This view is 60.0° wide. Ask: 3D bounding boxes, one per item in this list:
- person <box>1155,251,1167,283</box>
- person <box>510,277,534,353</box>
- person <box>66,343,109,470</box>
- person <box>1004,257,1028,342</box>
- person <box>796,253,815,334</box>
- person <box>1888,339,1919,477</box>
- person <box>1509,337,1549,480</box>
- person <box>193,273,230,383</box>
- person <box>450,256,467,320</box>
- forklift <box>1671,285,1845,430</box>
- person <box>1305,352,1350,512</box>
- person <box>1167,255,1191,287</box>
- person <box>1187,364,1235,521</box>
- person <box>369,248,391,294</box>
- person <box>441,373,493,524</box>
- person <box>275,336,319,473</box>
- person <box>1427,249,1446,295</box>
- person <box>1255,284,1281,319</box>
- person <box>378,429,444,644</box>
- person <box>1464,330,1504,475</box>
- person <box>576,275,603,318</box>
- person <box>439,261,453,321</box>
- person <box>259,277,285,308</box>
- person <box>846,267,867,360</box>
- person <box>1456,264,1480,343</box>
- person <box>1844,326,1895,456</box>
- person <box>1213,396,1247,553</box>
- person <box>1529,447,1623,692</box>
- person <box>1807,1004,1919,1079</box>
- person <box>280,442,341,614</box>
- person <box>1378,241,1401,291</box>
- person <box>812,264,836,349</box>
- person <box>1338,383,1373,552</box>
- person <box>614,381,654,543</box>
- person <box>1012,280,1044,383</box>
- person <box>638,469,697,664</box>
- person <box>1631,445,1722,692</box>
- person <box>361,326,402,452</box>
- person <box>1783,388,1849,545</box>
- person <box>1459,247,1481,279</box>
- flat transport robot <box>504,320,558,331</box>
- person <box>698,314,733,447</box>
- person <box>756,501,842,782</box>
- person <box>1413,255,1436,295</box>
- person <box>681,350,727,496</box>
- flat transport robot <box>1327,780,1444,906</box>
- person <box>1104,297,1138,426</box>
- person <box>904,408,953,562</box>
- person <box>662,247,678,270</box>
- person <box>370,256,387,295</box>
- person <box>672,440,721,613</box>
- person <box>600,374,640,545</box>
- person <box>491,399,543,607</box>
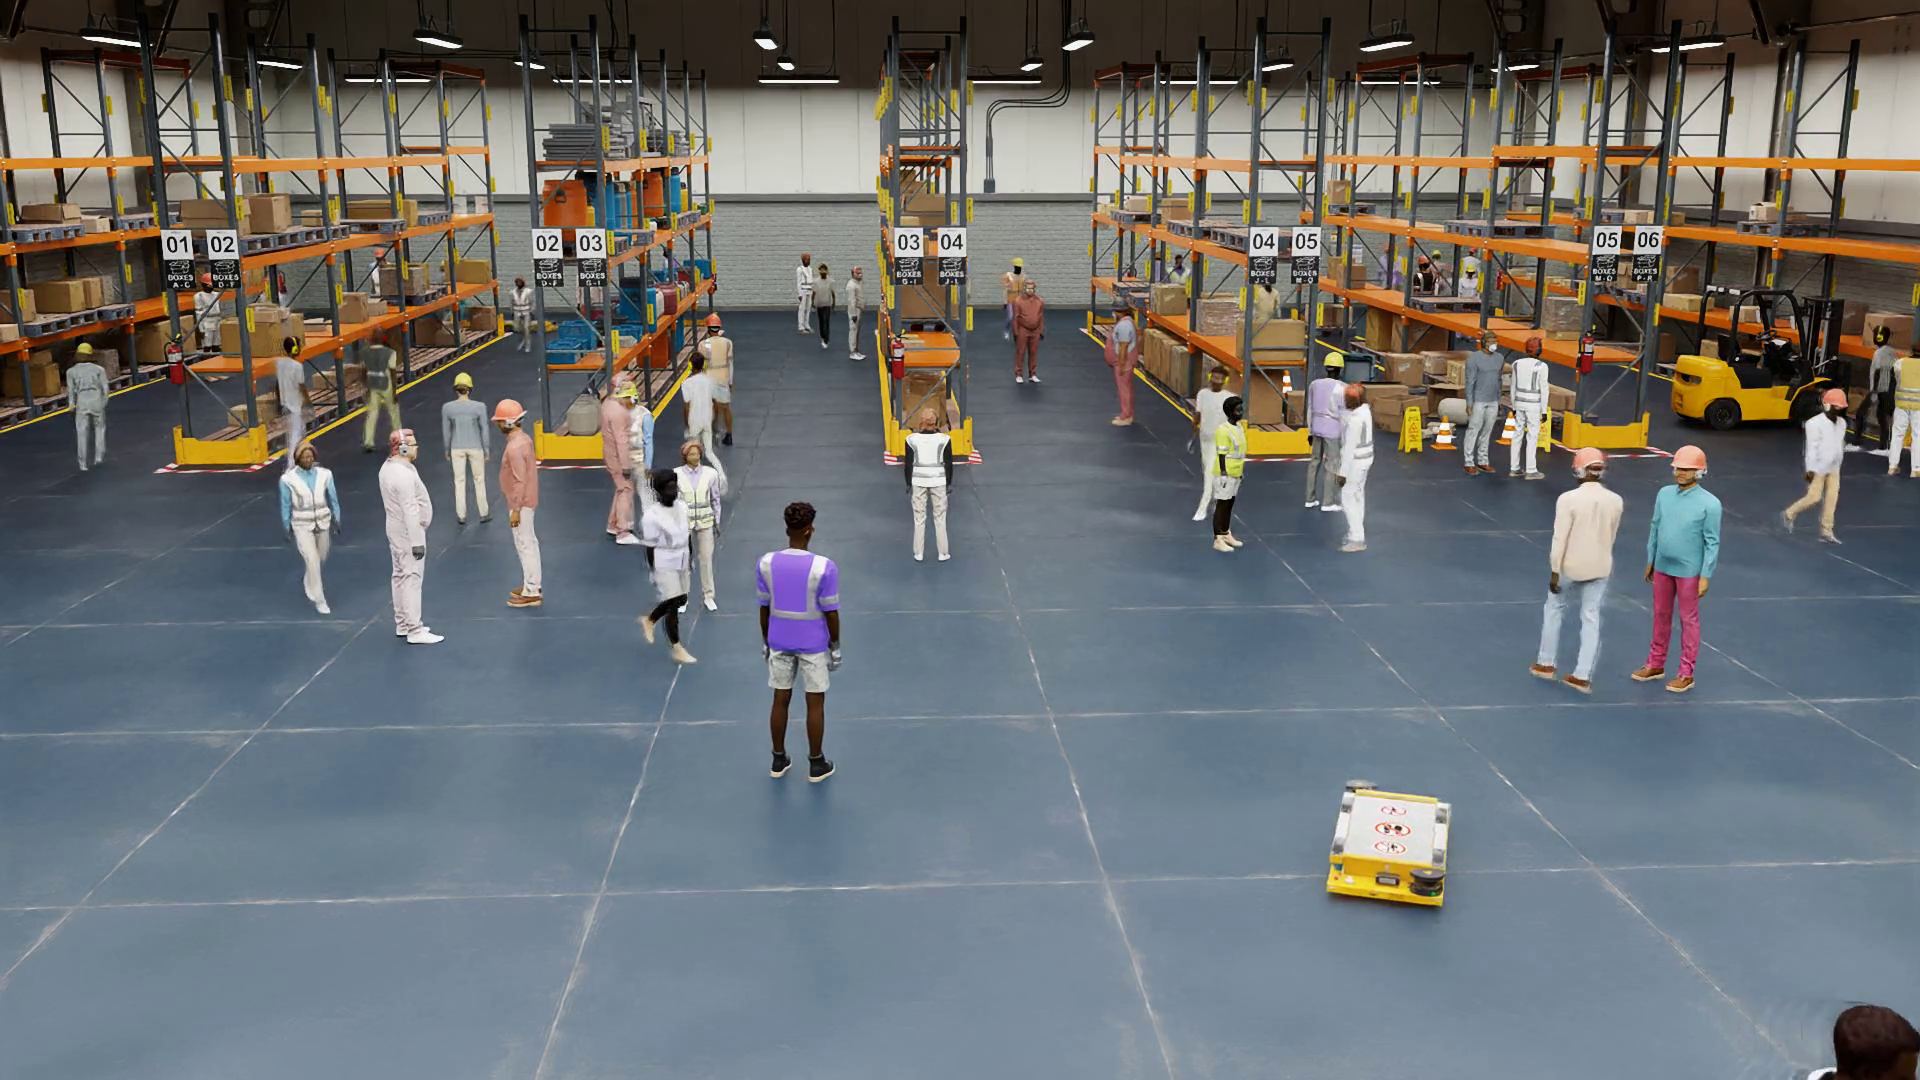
[{"bbox_3d":[5.268,-6.845,44.139,0.497,1.634,0.287,10,17,37],"label":"person"},{"bbox_3d":[-9.361,-4.814,35.558,0.524,1.625,0.370,0,13,1],"label":"person"},{"bbox_3d":[-11.892,-1.825,22.733,0.506,1.687,0.576,-5,14,-20],"label":"person"},{"bbox_3d":[1.240,-5.399,37.415,0.613,1.910,0.516,-6,15,-24],"label":"person"},{"bbox_3d":[-3.642,-5.810,39.216,0.339,1.882,0.581,7,15,26],"label":"person"},{"bbox_3d":[12.710,-1.764,22.166,0.429,1.841,0.634,-11,17,-38],"label":"person"},{"bbox_3d":[7.532,-1.743,21.987,0.352,1.884,0.579,-8,16,-31],"label":"person"},{"bbox_3d":[-13.985,-3.966,31.087,0.386,2.034,0.604,4,14,16],"label":"person"},{"bbox_3d":[-12.295,-6.070,40.648,0.636,1.721,0.676,6,15,24],"label":"person"},{"bbox_3d":[12.503,-2.886,26.166,2.313,2.155,1.214,-1,13,-3],"label":"forklift"},{"bbox_3d":[4.456,-1.314,20.124,0.430,1.913,0.600,-10,16,-36],"label":"person"},{"bbox_3d":[5.106,-5.652,38.596,0.597,1.865,0.996,-1,13,-5],"label":"person"},{"bbox_3d":[3.004,-1.184,19.761,0.529,1.822,0.900,11,17,38],"label":"person"},{"bbox_3d":[-14.286,-6.276,41.147,0.553,1.912,0.629,-3,14,-12],"label":"person"},{"bbox_3d":[-5.737,-1.066,19.378,0.533,1.765,0.330,-2,13,-8],"label":"person"},{"bbox_3d":[-8.893,-1.826,22.425,0.574,1.840,0.759,8,16,31],"label":"person"},{"bbox_3d":[12.249,-6.605,42.872,0.544,1.749,0.453,1,13,3],"label":"person"},{"bbox_3d":[6.473,-4.758,35.131,0.571,1.712,0.897,-4,14,-16],"label":"person"},{"bbox_3d":[-4.861,-0.037,14.709,0.406,1.911,0.639,-9,16,-33],"label":"person"},{"bbox_3d":[7.020,-1.841,22.287,0.636,1.939,0.365,-7,15,-27],"label":"person"},{"bbox_3d":[-8.085,-5.195,36.372,0.625,1.992,0.386,1,13,2],"label":"person"},{"bbox_3d":[-12.120,-5.758,39.322,0.369,1.733,0.522,-11,17,-39],"label":"person"},{"bbox_3d":[-14.031,-4.495,33.953,0.567,1.737,0.428,6,15,23],"label":"person"},{"bbox_3d":[-2.132,-4.701,34.468,0.406,1.911,0.636,1,13,6],"label":"person"},{"bbox_3d":[11.416,-5.312,37.360,0.526,1.768,0.331,0,13,-1],"label":"person"},{"bbox_3d":[12.997,-2.135,23.734,0.537,1.842,0.758,-9,16,-33],"label":"person"},{"bbox_3d":[2.933,-0.724,18.069,0.320,1.698,0.531,8,15,29],"label":"person"},{"bbox_3d":[5.018,0.215,13.539,0.619,1.954,0.763,-2,13,-7],"label":"person"},{"bbox_3d":[2.546,2.255,5.036,0.514,1.901,0.589,8,15,30],"label":"person"},{"bbox_3d":[-6.188,-0.149,15.835,0.524,1.616,0.757,-12,18,-41],"label":"person"},{"bbox_3d":[10.852,-6.540,42.003,0.608,2.027,0.735,9,16,35],"label":"person"},{"bbox_3d":[-2.996,-5.154,36.543,0.520,1.834,0.951,0,13,-1],"label":"person"},{"bbox_3d":[4.311,-0.798,18.077,0.374,1.852,0.674,7,15,27],"label":"person"},{"bbox_3d":[-3.651,-0.877,18.466,0.587,1.823,0.404,7,15,28],"label":"person"},{"bbox_3d":[1.288,-3.876,30.985,0.643,1.905,0.399,-6,14,-23],"label":"person"},{"bbox_3d":[-2.537,0.201,14.200,0.672,1.680,0.538,8,15,29],"label":"person"},{"bbox_3d":[5.800,0.220,13.427,0.373,1.997,0.619,-7,15,-28],"label":"person"},{"bbox_3d":[-8.372,-2.182,24.031,0.582,1.804,0.952,3,14,13],"label":"person"},{"bbox_3d":[9.561,-0.838,18.465,0.572,1.733,0.593,-5,14,-20],"label":"person"},{"bbox_3d":[13.647,-6.993,44.530,0.580,1.744,0.367,11,17,39],"label":"person"},{"bbox_3d":[-10.416,-5.136,39.816,1.431,0.197,0.652,1,13,2],"label":"flat transport robot"},{"bbox_3d":[-3.588,-2.337,24.387,0.550,1.935,0.376,-9,16,-34],"label":"person"},{"bbox_3d":[-1.098,0.698,11.488,0.599,1.958,0.368,4,14,18],"label":"person"},{"bbox_3d":[9.959,-5.110,35.909,0.616,2.041,0.380,-7,15,-29],"label":"person"},{"bbox_3d":[-3.216,-1.433,20.766,0.517,1.851,0.725,-10,17,-37],"label":"person"},{"bbox_3d":[2.660,1.841,10.259,0.652,0.197,1.431,4,14,17],"label":"flat transport robot"},{"bbox_3d":[2.544,-2.846,26.323,0.540,2.000,0.690,3,14,11],"label":"person"},{"bbox_3d":[-0.330,-0.574,17.555,0.515,1.641,0.314,1,13,5],"label":"person"},{"bbox_3d":[-7.443,-6.591,42.617,0.429,1.842,0.630,2,13,7],"label":"person"},{"bbox_3d":[-13.570,-5.785,39.232,0.574,1.827,0.596,-3,14,-12],"label":"person"},{"bbox_3d":[-2.508,-0.130,15.681,0.522,1.637,0.306,-4,14,-17],"label":"person"},{"bbox_3d":[-3.746,-0.899,18.402,0.395,1.888,0.659,-4,14,-17],"label":"person"},{"bbox_3d":[-4.222,-0.357,15.884,0.400,1.989,0.623,-2,13,-7],"label":"person"}]
